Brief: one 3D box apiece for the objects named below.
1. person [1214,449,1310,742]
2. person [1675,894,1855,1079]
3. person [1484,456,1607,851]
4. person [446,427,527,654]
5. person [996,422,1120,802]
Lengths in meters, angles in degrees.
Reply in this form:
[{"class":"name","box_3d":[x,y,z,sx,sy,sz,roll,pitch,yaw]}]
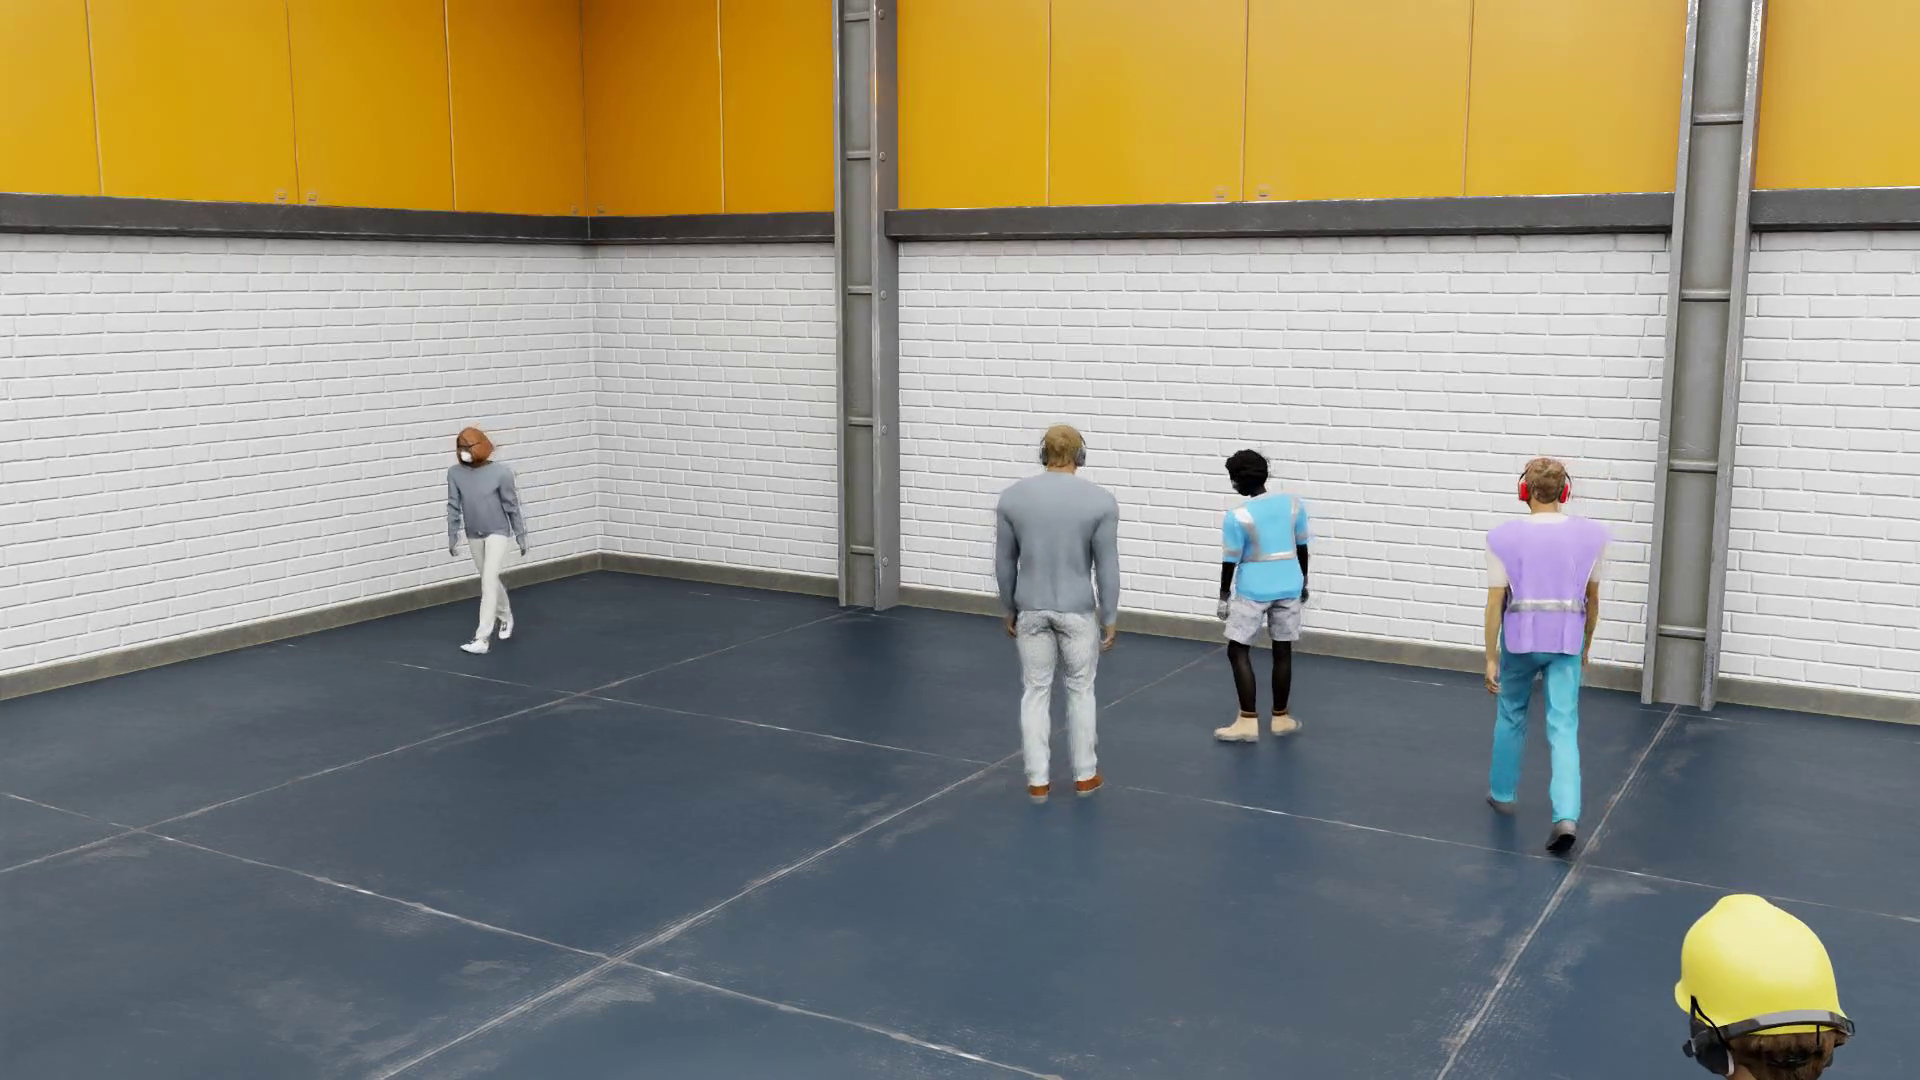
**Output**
[{"class":"person","box_3d":[1.724,0.314,9.430,0.614,1.671,0.325,-3,10,-19]},{"class":"person","box_3d":[1.137,1.385,2.440,0.526,1.765,0.329,-4,10,-26]},{"class":"person","box_3d":[2.725,0.510,7.792,0.554,1.804,0.951,2,9,9]},{"class":"person","box_3d":[-3.331,-0.018,11.770,0.542,1.584,0.873,2,9,15]},{"class":"person","box_3d":[0.482,0.374,8.390,0.648,1.920,0.547,3,10,17]}]
